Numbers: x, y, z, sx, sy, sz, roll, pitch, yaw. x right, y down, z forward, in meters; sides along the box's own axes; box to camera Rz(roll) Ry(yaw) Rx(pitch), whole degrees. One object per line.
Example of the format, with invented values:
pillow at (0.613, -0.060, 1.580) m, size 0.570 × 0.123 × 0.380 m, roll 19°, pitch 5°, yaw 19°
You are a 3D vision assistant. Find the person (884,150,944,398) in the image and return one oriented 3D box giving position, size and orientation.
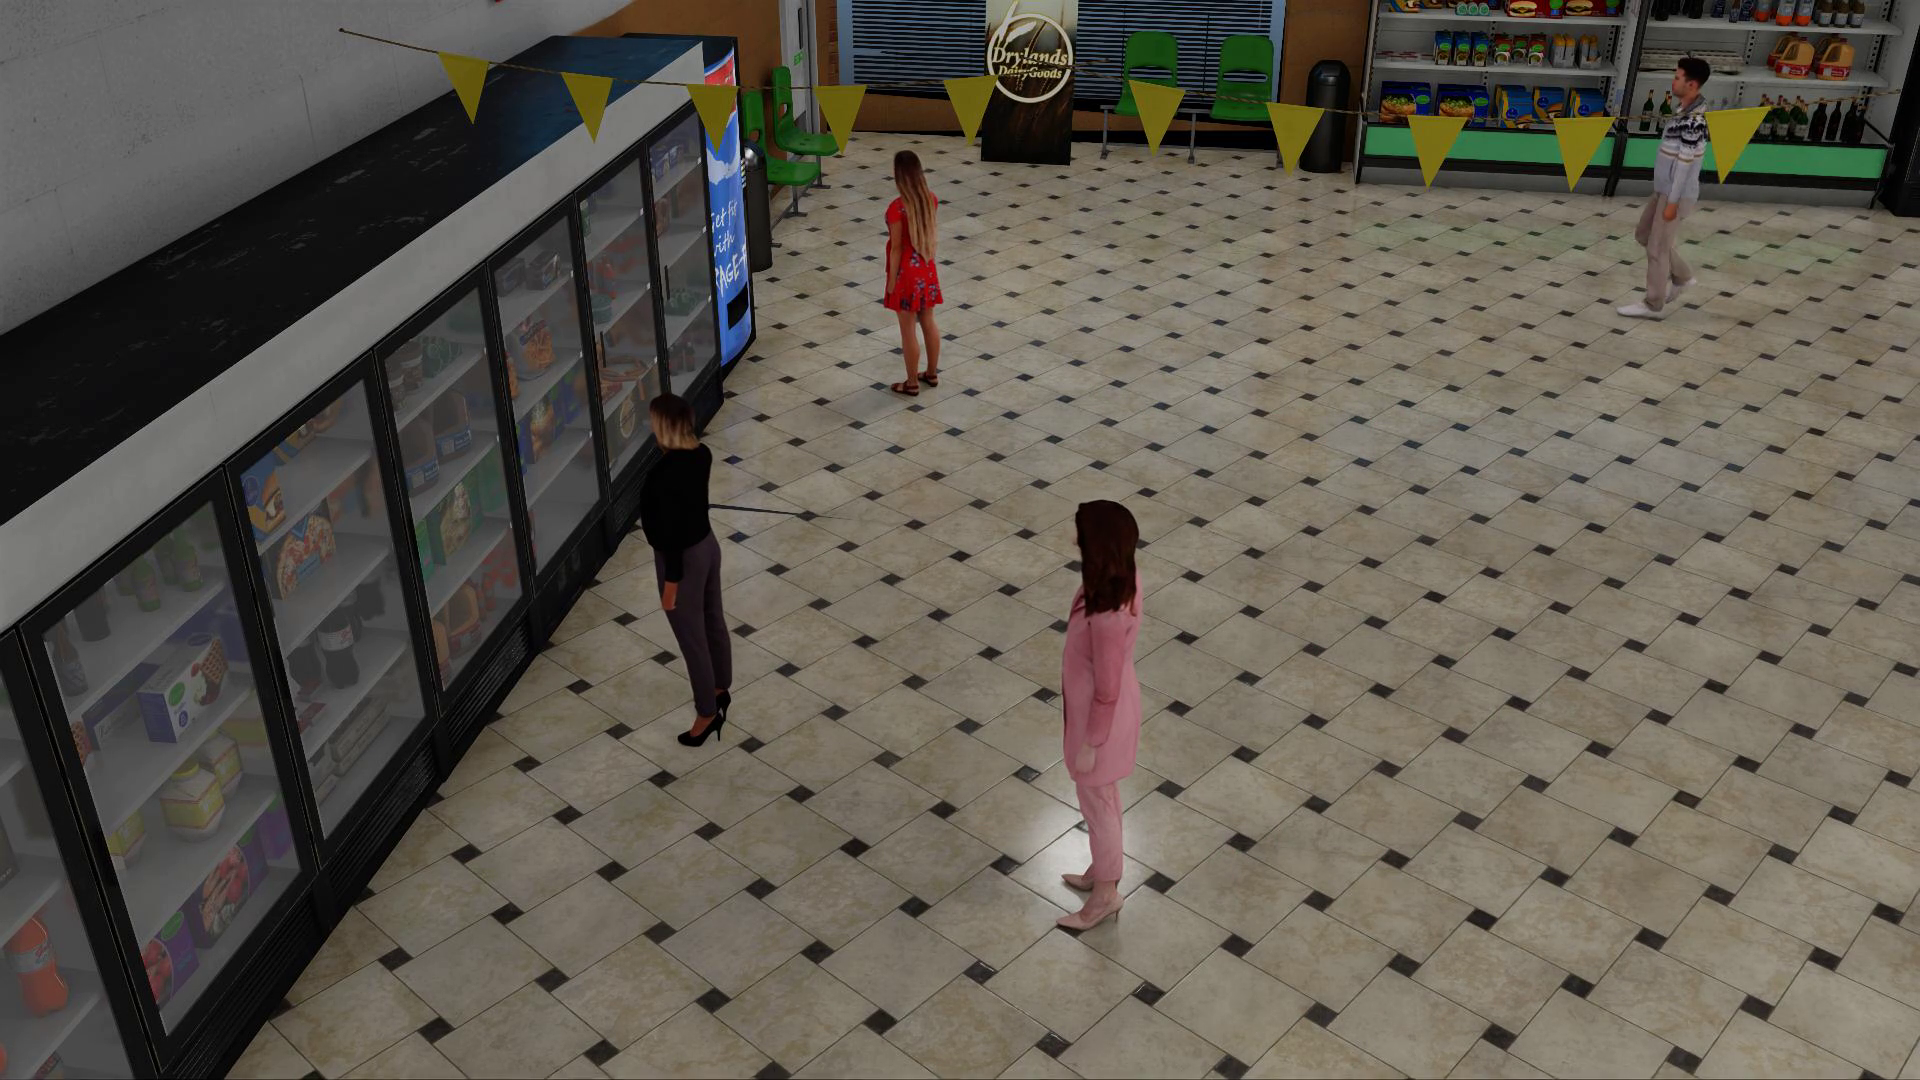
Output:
person at (-0.297, -1.699, 10.619) m, size 0.697 × 1.592 × 0.660 m, roll 25°, pitch 38°, yaw 38°

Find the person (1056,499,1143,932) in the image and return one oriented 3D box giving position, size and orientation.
person at (0.526, 0.653, 6.091) m, size 0.500 × 1.804 × 0.599 m, roll 5°, pitch 29°, yaw 9°

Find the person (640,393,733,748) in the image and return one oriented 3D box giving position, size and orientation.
person at (-1.153, 0.137, 7.175) m, size 0.540 × 1.670 × 0.601 m, roll 7°, pitch 29°, yaw 12°

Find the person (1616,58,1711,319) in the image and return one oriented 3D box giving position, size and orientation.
person at (5.129, -2.455, 11.742) m, size 0.795 × 1.843 × 0.760 m, roll 10°, pitch 30°, yaw 17°
